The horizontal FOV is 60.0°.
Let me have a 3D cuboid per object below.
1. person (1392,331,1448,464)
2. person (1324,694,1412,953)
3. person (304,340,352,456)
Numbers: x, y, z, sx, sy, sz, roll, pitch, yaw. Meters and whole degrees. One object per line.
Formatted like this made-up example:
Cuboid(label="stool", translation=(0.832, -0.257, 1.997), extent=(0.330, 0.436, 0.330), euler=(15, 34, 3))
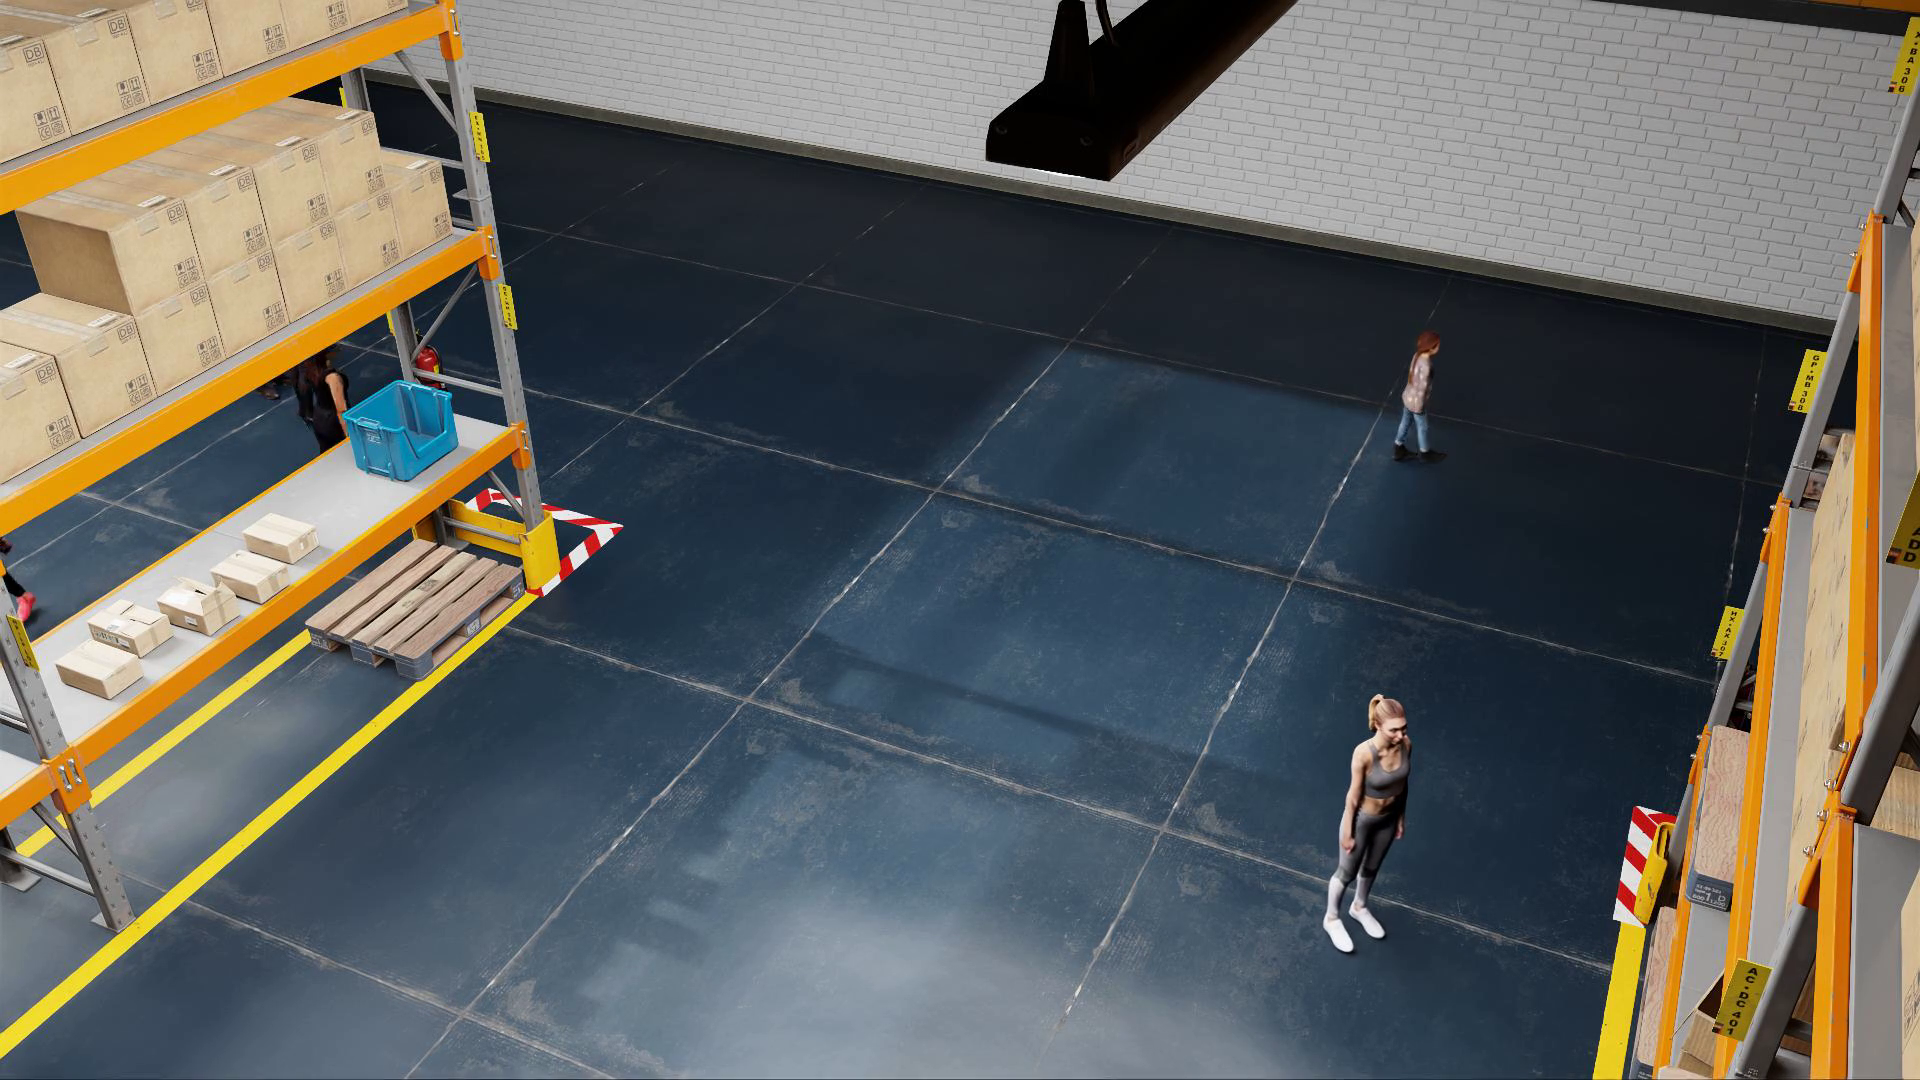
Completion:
Cuboid(label="person", translation=(3.725, -1.175, 13.729), extent=(0.718, 1.183, 0.689), euler=(-1, 34, -1))
Cuboid(label="person", translation=(2.262, 1.541, 9.172), extent=(0.608, 1.704, 0.691), euler=(-17, 37, -24))
Cuboid(label="person", translation=(-4.860, -0.821, 12.768), extent=(0.773, 1.657, 1.114), euler=(22, 39, 29))
